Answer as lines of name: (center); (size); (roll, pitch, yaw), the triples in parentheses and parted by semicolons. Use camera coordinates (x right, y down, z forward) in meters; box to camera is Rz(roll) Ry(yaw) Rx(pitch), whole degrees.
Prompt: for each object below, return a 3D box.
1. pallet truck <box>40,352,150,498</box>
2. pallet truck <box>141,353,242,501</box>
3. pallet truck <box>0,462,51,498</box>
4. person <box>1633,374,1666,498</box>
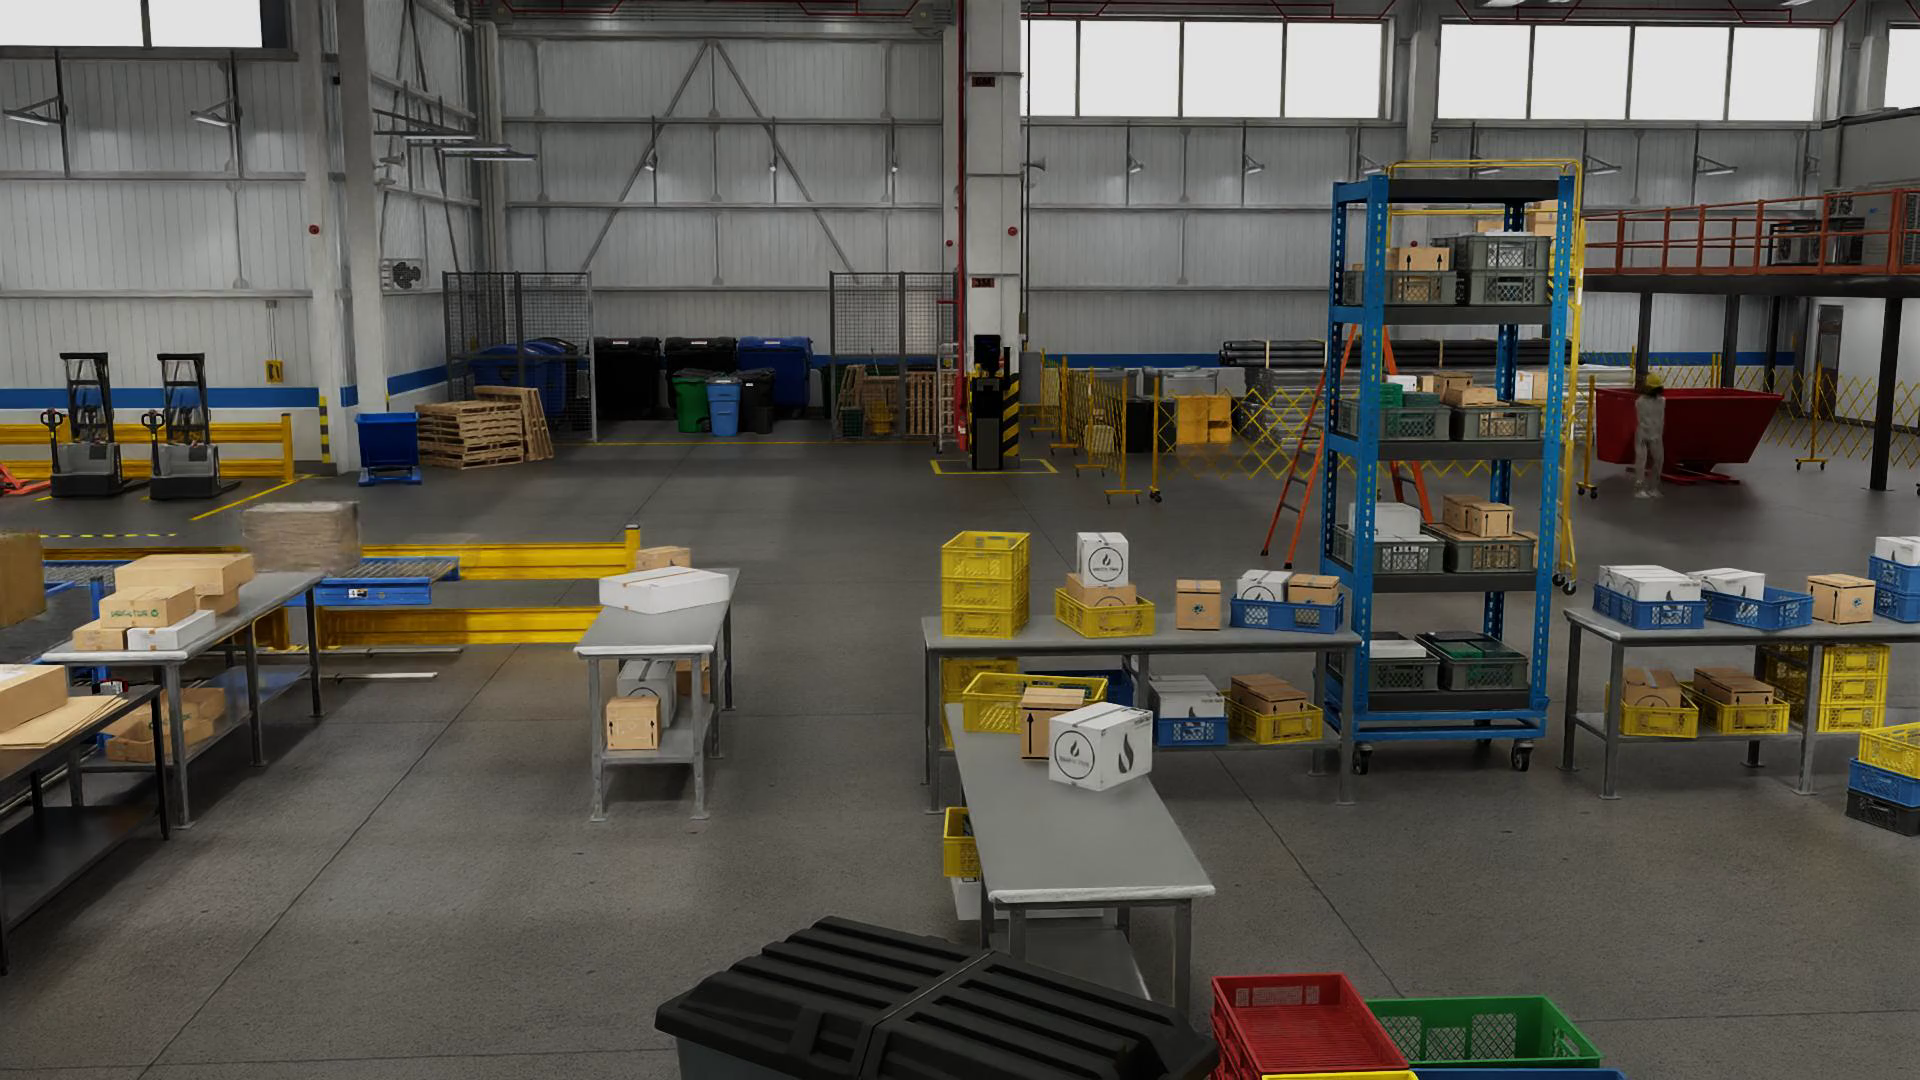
pallet truck: (-11.907, -1.642, 23.165); (0.823, 1.965, 1.885); (0, 9, 0)
pallet truck: (-10.520, -1.604, 22.925); (0.823, 1.965, 1.885); (-1, 9, -6)
pallet truck: (-13.193, -1.293, 23.148); (0.653, 1.274, 1.630); (-1, 9, -4)
person: (9.351, -1.403, 22.564); (0.491, 1.713, 0.491); (-2, 9, -13)
